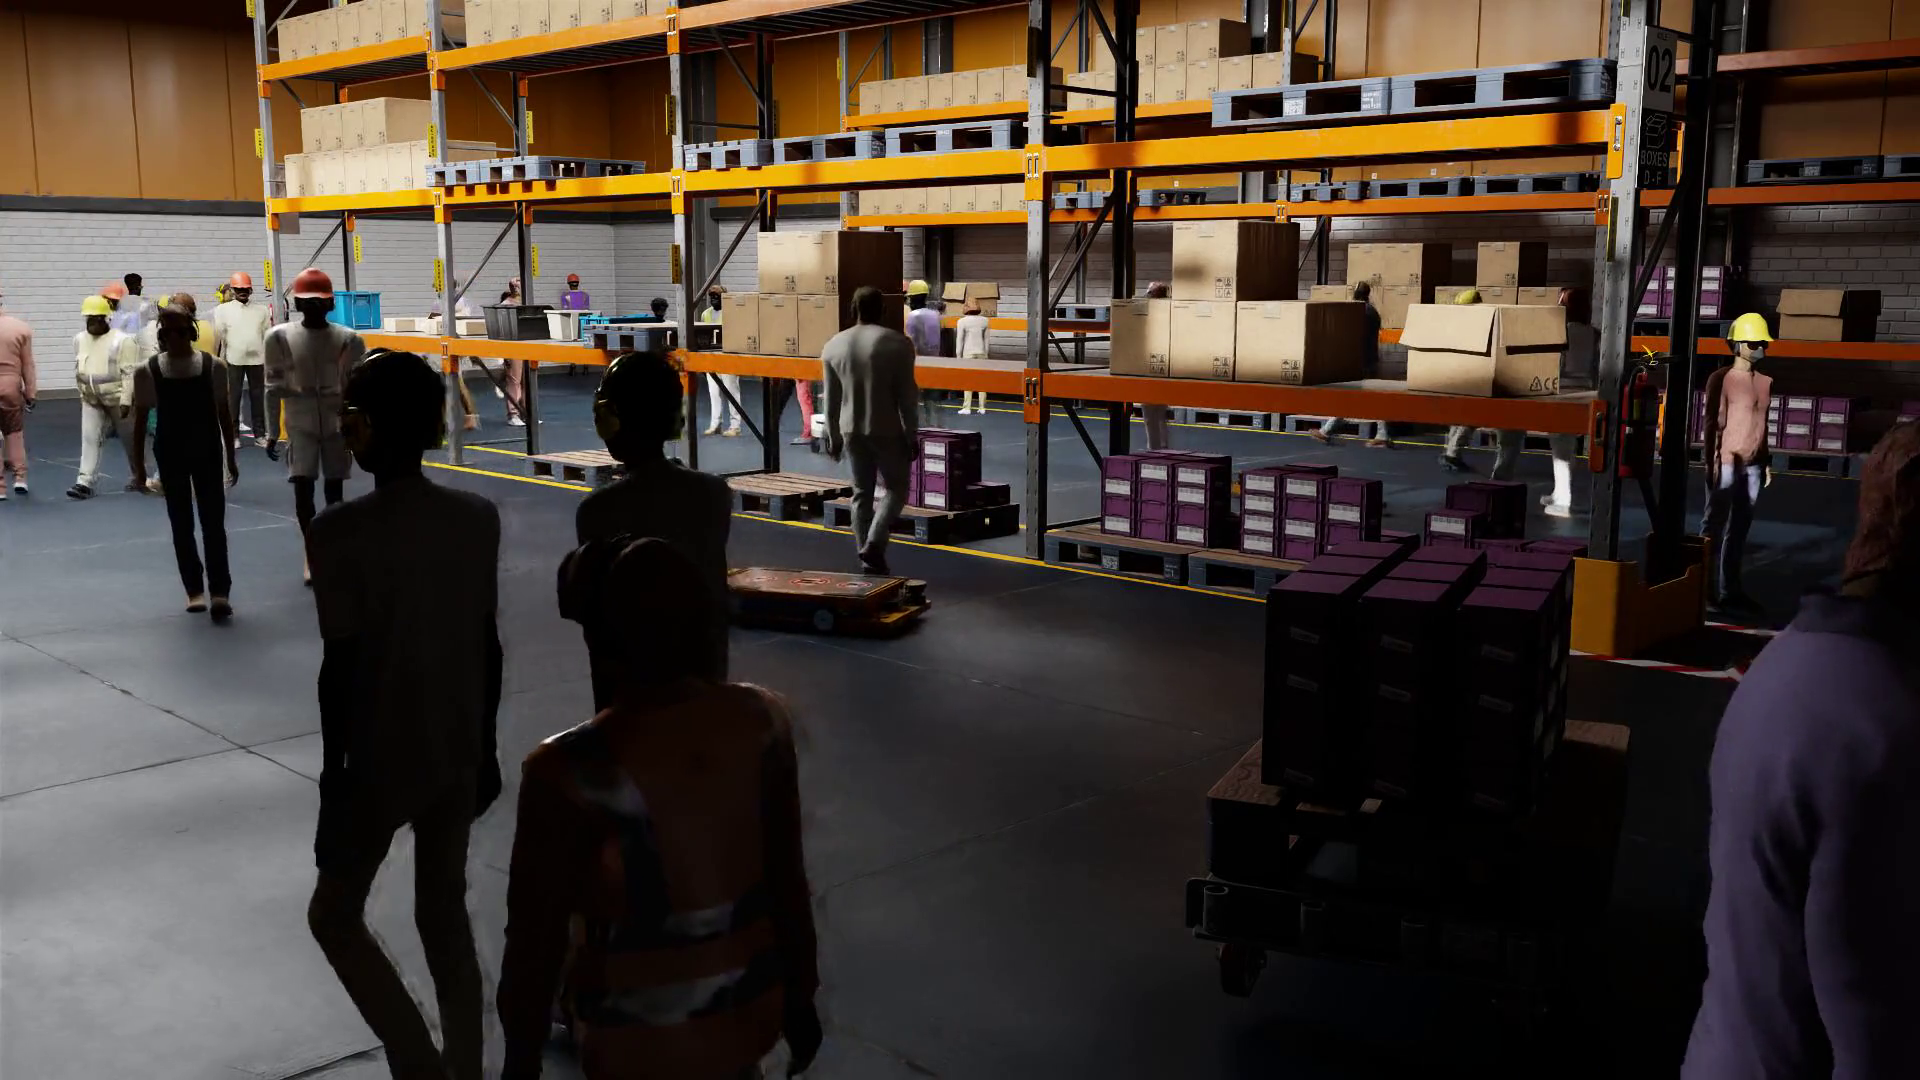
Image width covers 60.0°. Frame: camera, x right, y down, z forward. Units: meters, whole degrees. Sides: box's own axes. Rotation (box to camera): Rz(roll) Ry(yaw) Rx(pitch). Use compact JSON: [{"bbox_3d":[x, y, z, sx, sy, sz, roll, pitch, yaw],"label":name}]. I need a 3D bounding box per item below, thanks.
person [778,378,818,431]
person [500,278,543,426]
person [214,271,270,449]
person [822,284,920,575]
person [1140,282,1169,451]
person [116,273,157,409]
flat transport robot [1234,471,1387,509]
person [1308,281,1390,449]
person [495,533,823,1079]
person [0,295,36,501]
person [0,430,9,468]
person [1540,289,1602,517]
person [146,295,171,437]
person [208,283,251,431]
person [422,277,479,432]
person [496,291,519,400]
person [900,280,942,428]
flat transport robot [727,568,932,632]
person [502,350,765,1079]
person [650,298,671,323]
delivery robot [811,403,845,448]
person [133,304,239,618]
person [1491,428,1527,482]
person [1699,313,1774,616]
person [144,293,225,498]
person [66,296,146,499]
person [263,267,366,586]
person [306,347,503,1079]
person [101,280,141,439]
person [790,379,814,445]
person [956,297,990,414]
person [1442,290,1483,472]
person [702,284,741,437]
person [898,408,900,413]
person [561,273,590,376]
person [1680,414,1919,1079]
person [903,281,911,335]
[{"bbox_3d":[-2.007,-2.243,20.470,0.598,1.883,0.935,-8,12,-41],"label":"person"},{"bbox_3d":[-5.674,-2.427,21.499,0.409,1.909,0.651,4,10,21],"label":"person"},{"bbox_3d":[-8.070,-2.029,18.793,0.616,1.993,0.395,-8,12,-39],"label":"person"},{"bbox_3d":[-0.578,-0.672,10.666,0.651,1.928,0.520,3,10,18],"label":"person"},{"bbox_3d":[1.882,-1.579,16.327,0.672,1.891,0.509,-6,11,-34],"label":"person"},{"bbox_3d":[-11.882,-2.863,24.003,0.609,1.963,0.369,-1,9,-9],"label":"person"},{"bbox_3d":[2.978,-0.429,14.252,0.652,0.197,1.431,-3,10,-19],"label":"flat transport robot"},{"bbox_3d":[4.485,-1.981,18.841,1.033,1.878,0.649,9,13,42],"label":"person"},{"bbox_3d":[-0.516,0.788,2.692,0.721,1.612,0.527,8,12,39],"label":"person"},{"bbox_3d":[-8.508,-1.291,14.614,0.647,1.889,0.584,-8,12,-42],"label":"person"},{"bbox_3d":[-9.774,-1.656,16.554,0.746,1.977,0.629,6,11,34],"label":"person"},{"bbox_3d":[4.960,-1.128,13.722,0.597,1.883,0.531,-2,10,-15],"label":"person"},{"bbox_3d":[-9.462,-2.065,19.879,0.884,1.699,0.529,5,10,26],"label":"person"},{"bbox_3d":[-9.148,-2.283,20.803,0.455,1.853,0.516,5,10,27],"label":"person"},{"bbox_3d":[-6.438,-2.347,20.733,0.983,1.983,0.764,3,10,18],"label":"person"},{"bbox_3d":[-6.914,-2.971,25.533,0.360,1.686,0.534,7,12,37],"label":"person"},{"bbox_3d":[-0.466,-1.860,18.040,0.649,1.902,0.625,6,11,35],"label":"person"},{"bbox_3d":[-0.946,0.329,9.606,1.431,0.197,0.652,3,10,20],"label":"flat transport robot"},{"bbox_3d":[-0.814,0.441,4.190,0.991,1.811,0.511,9,13,44],"label":"person"},{"bbox_3d":[-3.663,-2.129,20.382,0.544,1.659,0.794,-1,9,-9],"label":"person"},{"bbox_3d":[-1.323,-1.250,18.131,0.477,0.478,0.707,-7,11,-35],"label":"delivery robot"},{"bbox_3d":[-4.460,-0.440,9.589,0.539,1.815,0.781,-4,10,-23],"label":"person"},{"bbox_3d":[4.543,-1.053,13.651,0.523,1.710,0.458,-5,11,-30],"label":"person"},{"bbox_3d":[4.565,-0.440,9.750,0.533,1.768,0.310,-5,10,-28],"label":"person"},{"bbox_3d":[-6.865,-1.266,14.687,0.902,1.803,0.651,5,10,27],"label":"person"},{"bbox_3d":[-7.615,-1.270,14.797,0.604,1.783,0.946,1,9,4],"label":"person"},{"bbox_3d":[-4.054,-0.700,10.543,0.646,2.025,0.558,-4,10,-24],"label":"person"},{"bbox_3d":[-1.242,0.502,3.711,0.404,1.851,0.549,6,11,34],"label":"person"},{"bbox_3d":[-9.986,-2.110,19.622,0.645,1.885,0.757,0,9,-1],"label":"person"},{"bbox_3d":[-1.854,-1.979,19.215,0.334,1.764,0.523,0,9,-2],"label":"person"},{"bbox_3d":[0.177,-2.563,23.198,0.500,1.628,0.277,-4,10,-23],"label":"person"},{"bbox_3d":[5.009,-1.563,16.499,0.431,1.817,0.595,5,10,26],"label":"person"},{"bbox_3d":[-2.883,-2.163,20.105,0.627,1.839,0.429,5,10,27],"label":"person"},{"bbox_3d":[-0.774,-1.433,16.215,0.514,1.645,0.308,-6,11,-31],"label":"person"},{"bbox_3d":[-7.275,-4.069,31.481,0.542,1.936,0.362,-5,11,-29],"label":"person"},{"bbox_3d":[0.989,0.769,2.058,0.761,1.869,0.693,3,10,20],"label":"person"},{"bbox_3d":[-0.700,-2.008,18.930,0.585,1.902,0.696,-5,11,-29],"label":"person"}]
